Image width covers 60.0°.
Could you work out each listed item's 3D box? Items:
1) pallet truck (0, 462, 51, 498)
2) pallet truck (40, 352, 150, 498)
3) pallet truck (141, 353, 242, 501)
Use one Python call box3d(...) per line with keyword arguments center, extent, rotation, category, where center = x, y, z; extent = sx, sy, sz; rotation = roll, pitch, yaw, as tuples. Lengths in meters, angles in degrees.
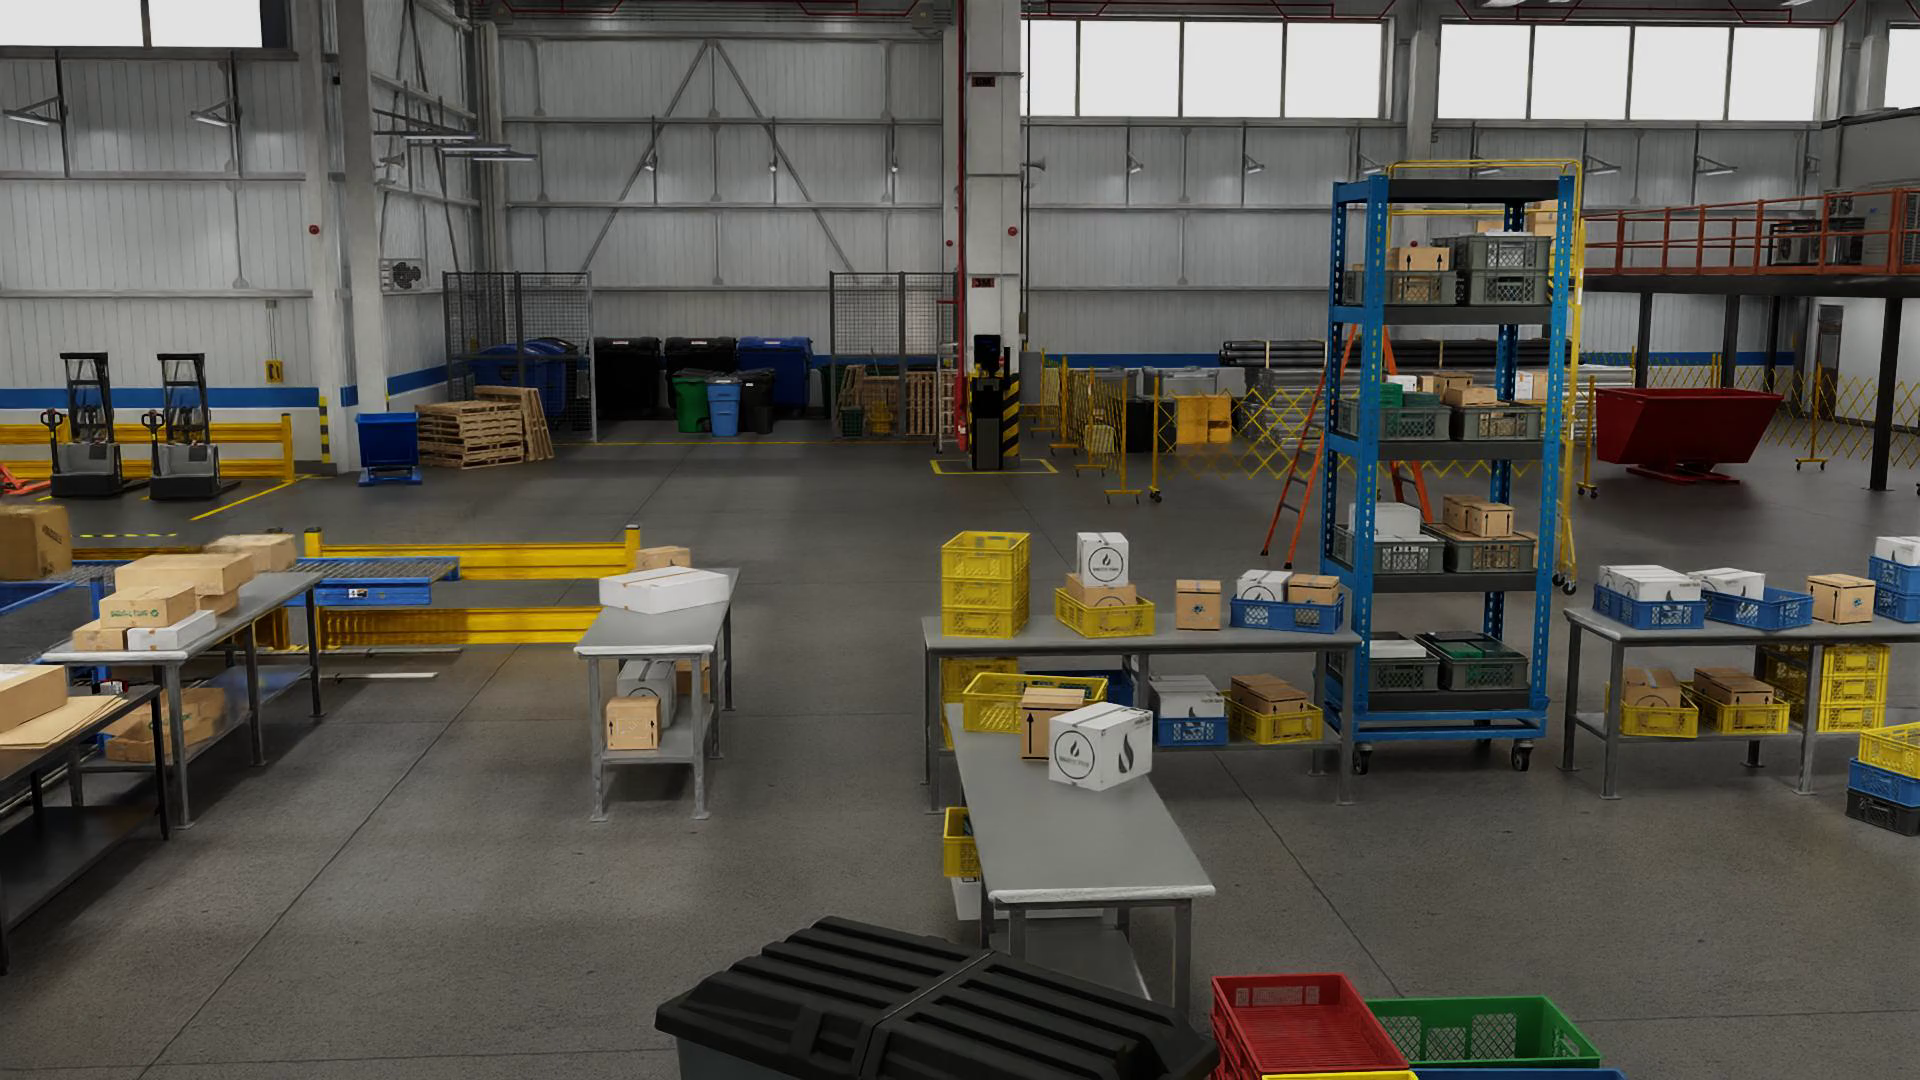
box3d(center=(-13.193, -1.293, 23.148), extent=(0.653, 1.274, 1.630), rotation=(-1, 9, -4), category="pallet truck")
box3d(center=(-11.907, -1.642, 23.165), extent=(0.823, 1.965, 1.885), rotation=(0, 9, 0), category="pallet truck")
box3d(center=(-10.520, -1.604, 22.925), extent=(0.823, 1.965, 1.885), rotation=(-1, 9, -6), category="pallet truck")
